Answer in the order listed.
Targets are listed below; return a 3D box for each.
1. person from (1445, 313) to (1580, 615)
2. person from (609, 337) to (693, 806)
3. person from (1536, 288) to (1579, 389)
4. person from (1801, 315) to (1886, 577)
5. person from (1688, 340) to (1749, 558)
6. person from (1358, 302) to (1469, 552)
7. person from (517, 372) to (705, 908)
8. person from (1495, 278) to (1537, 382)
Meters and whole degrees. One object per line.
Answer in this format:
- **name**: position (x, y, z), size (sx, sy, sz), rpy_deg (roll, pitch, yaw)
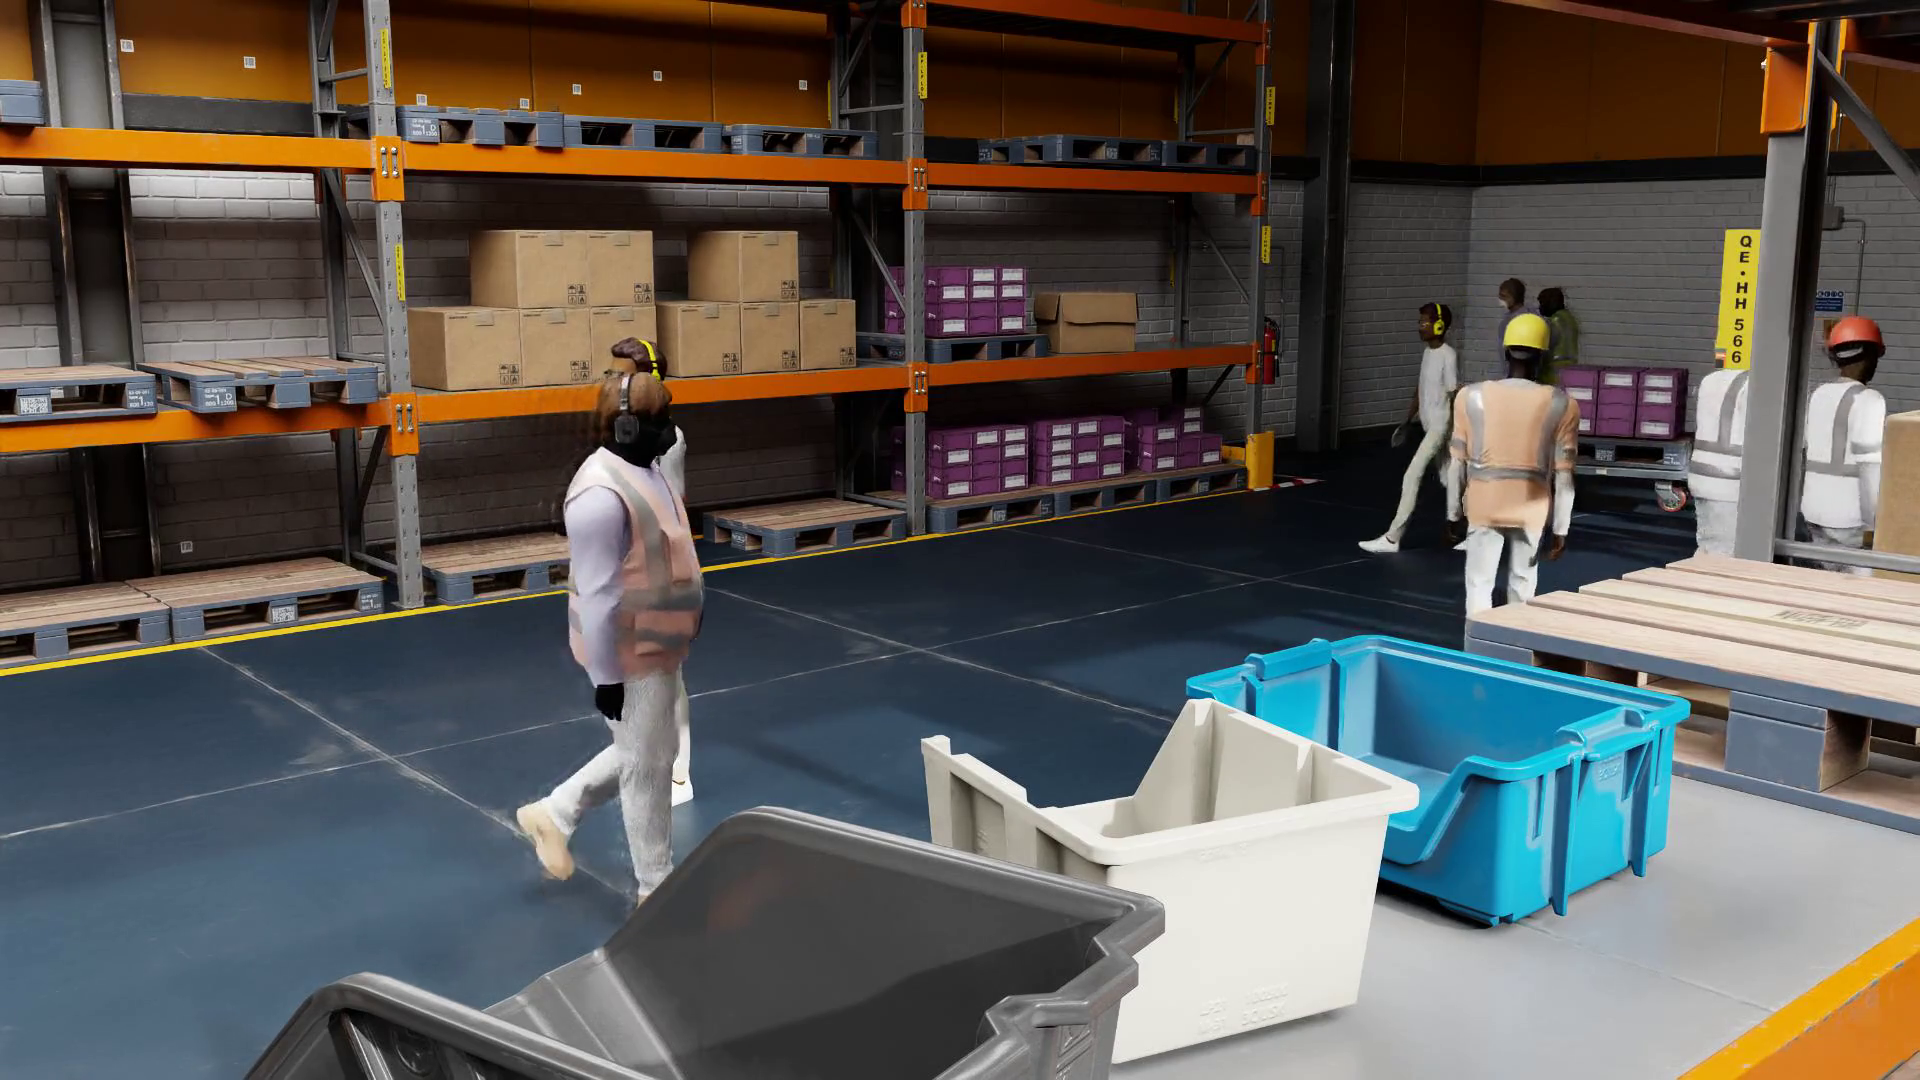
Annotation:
- **person**: position (2.647, -0.134, 8.024), size (0.599, 1.904, 0.707), rpy_deg (3, 11, 17)
- **person**: position (-1.265, 0.139, 6.577), size (0.328, 1.877, 0.510), rpy_deg (-9, 13, -40)
- **person**: position (5.668, -1.552, 16.253), size (0.849, 1.800, 0.624), rpy_deg (7, 12, 33)
- **person**: position (4.204, -0.130, 8.057), size (0.612, 1.892, 0.585), rpy_deg (0, 10, 1)
- **person**: position (3.990, -0.227, 8.700), size (0.375, 1.858, 0.645), rpy_deg (-1, 10, -3)
- **person**: position (3.442, -0.799, 12.002), size (0.996, 1.825, 0.536), rpy_deg (1, 10, 3)
- **person**: position (-1.147, 0.360, 5.473), size (0.664, 1.830, 0.624), rpy_deg (1, 10, 6)
- **person**: position (5.107, -1.467, 15.455), size (0.570, 1.912, 0.644), rpy_deg (0, 10, 2)
